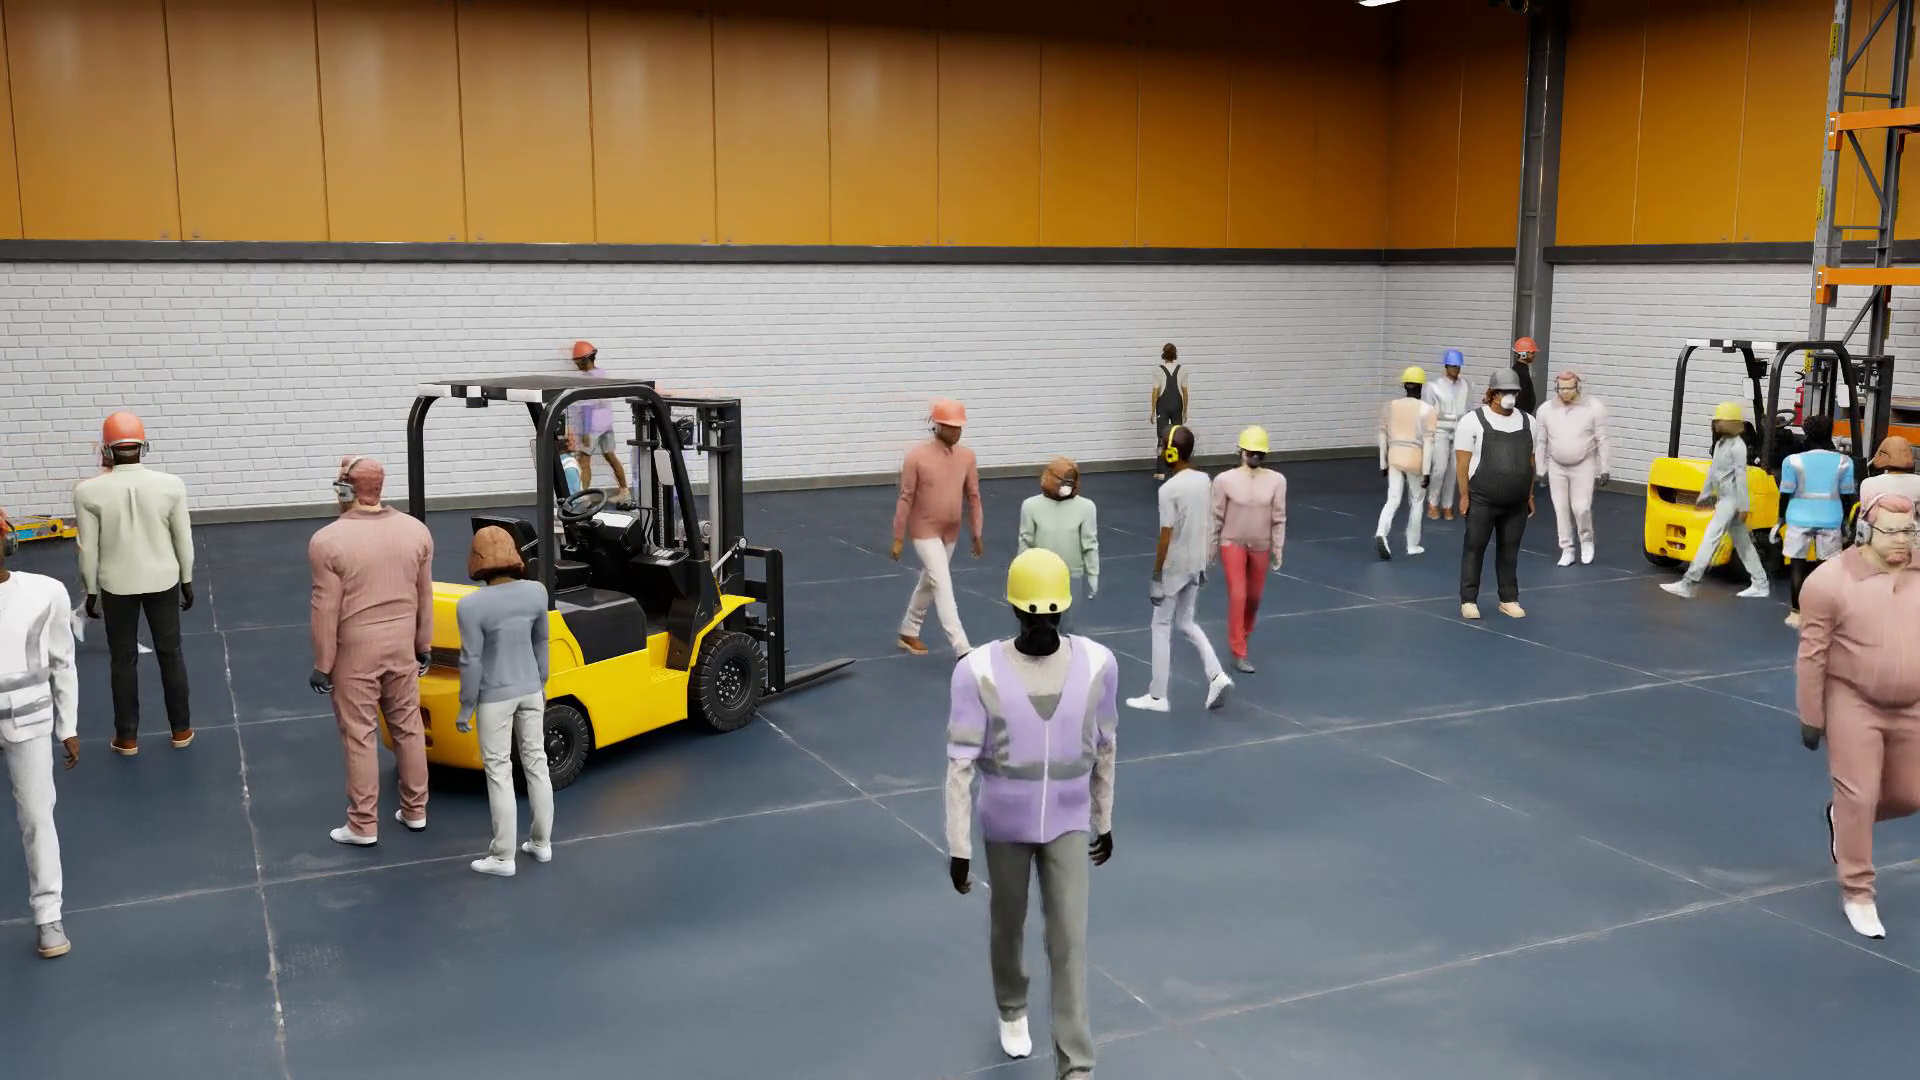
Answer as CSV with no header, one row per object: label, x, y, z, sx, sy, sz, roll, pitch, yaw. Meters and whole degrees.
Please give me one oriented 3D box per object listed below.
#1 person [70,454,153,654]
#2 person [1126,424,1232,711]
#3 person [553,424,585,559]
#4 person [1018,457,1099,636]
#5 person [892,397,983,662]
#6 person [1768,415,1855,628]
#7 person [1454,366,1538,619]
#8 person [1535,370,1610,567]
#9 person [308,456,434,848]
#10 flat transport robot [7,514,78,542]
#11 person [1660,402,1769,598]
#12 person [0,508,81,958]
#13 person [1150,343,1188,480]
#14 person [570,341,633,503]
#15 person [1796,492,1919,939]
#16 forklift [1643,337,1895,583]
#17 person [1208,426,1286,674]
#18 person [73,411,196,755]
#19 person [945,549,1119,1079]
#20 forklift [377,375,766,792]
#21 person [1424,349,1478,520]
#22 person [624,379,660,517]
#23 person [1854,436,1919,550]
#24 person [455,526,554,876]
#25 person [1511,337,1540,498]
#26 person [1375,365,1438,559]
person,-6.283,0.042,12.183,0.614,1.612,0.520,1,9,3
person,1.399,0.192,10.479,0.649,1.853,0.564,9,13,44
person,-3.035,-0.076,12.799,0.310,1.638,0.523,-5,10,-27
person,0.637,0.260,10.805,0.515,1.603,0.652,0,9,1
person,-0.141,-0.059,11.851,0.654,1.925,1.067,-8,12,-40
person,6.651,-0.124,12.958,0.571,1.682,0.425,2,9,11
person,4.359,-0.376,13.417,0.683,2.000,0.538,-1,9,-8
person,5.777,-0.672,15.761,0.686,1.875,0.418,6,11,34
person,-2.891,0.540,8.151,0.408,1.906,0.653,7,12,39
flat transport robot,-9.861,-0.074,17.020,0.652,0.197,1.431,5,10,29
person,6.537,-0.329,14.227,0.945,1.689,0.489,1,9,9
person,-3.874,0.783,6.721,0.574,1.882,0.358,-5,10,-27
person,2.811,-1.721,22.364,0.505,1.847,0.344,-1,9,-5
person,-4.346,-1.353,19.708,0.587,1.988,0.804,2,9,13
person,3.929,0.706,7.211,0.672,1.883,0.727,0,9,1
forklift,7.551,-0.789,15.507,2.313,2.155,1.214,-4,10,-25
person,2.028,0.028,11.869,0.525,1.728,0.798,-1,9,-3
person,-4.776,0.250,9.670,0.611,1.997,0.375,-6,11,-33
person,0.258,0.962,5.613,0.618,1.870,0.988,-1,9,-8
forklift,-2.268,0.149,9.685,1.214,2.155,2.313,6,11,32
person,5.499,-1.170,18.654,0.605,1.931,0.477,-1,9,-8
person,-2.503,-0.361,13.693,0.515,1.922,0.551,2,9,10
person,6.625,0.074,11.875,0.502,1.636,0.280,-1,9,-4
person,-2.118,0.742,7.742,0.279,1.633,0.497,7,12,38
person,6.931,-1.508,20.580,0.378,1.995,0.609,2,9,11
person,4.333,-0.752,16.227,0.587,1.898,0.854,7,12,37
